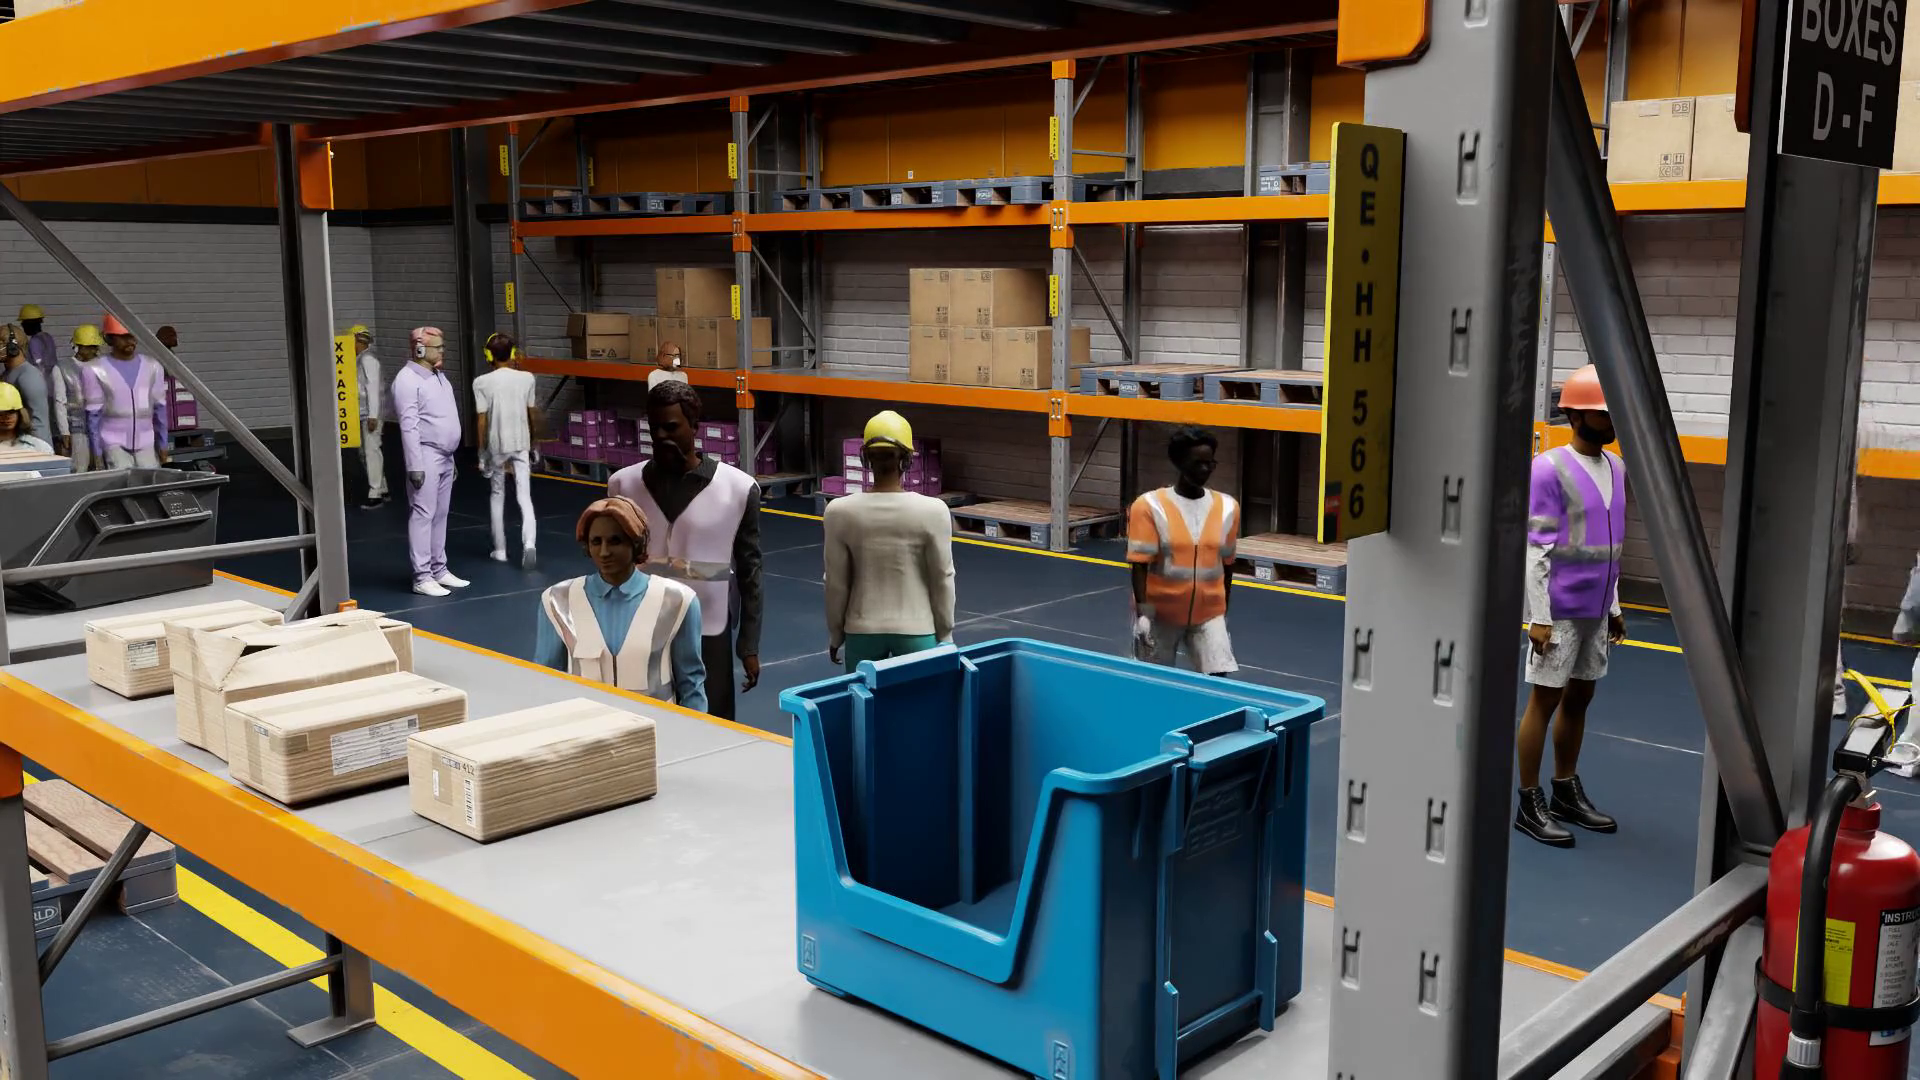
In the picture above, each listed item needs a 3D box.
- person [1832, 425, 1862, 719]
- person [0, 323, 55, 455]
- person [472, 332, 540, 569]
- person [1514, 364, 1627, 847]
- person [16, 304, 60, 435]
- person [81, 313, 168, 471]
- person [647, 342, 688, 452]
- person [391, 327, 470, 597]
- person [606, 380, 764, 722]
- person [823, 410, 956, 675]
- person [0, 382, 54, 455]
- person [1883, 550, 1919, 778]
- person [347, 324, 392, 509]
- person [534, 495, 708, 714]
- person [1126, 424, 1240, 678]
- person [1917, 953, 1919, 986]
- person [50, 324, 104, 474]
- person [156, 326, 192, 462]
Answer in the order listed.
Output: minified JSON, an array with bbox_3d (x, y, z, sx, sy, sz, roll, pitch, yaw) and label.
[{"bbox_3d":[4.299,-0.037,8.744,0.683,1.864,0.920,-8,12,-41],"label":"person"},{"bbox_3d":[-6.539,-0.538,11.625,0.376,1.940,0.627,-8,12,-42],"label":"person"},{"bbox_3d":[-3.501,-0.699,12.941,0.515,1.839,0.866,-4,10,-24],"label":"person"},{"bbox_3d":[2.509,0.258,6.738,0.543,1.940,0.361,-6,11,-33],"label":"person"},{"bbox_3d":[-10.342,-1.687,18.708,0.381,1.924,0.593,-3,10,-16],"label":"person"},{"bbox_3d":[-6.400,-0.761,12.744,0.662,2.027,0.618,8,12,42],"label":"person"},{"bbox_3d":[-2.772,-1.075,15.877,0.276,1.629,0.498,7,12,38],"label":"person"},{"bbox_3d":[-3.764,-0.563,11.872,0.411,1.909,0.643,1,9,5],"label":"person"},{"bbox_3d":[-1.021,0.363,6.161,0.596,1.916,0.372,1,9,7],"label":"person"},{"bbox_3d":[-0.275,0.371,6.585,0.523,1.766,0.320,1,9,6],"label":"person"},{"bbox_3d":[-5.268,-0.033,9.264,0.918,1.699,0.497,9,13,43],"label":"person"},{"bbox_3d":[4.281,0.318,7.346,0.530,1.604,0.695,-7,11,-36],"label":"person"},{"bbox_3d":[-5.758,-1.195,16.168,0.415,1.778,0.666,-6,11,-31],"label":"person"},{"bbox_3d":[-1.035,0.674,5.105,0.523,1.638,0.311,-1,9,-4],"label":"person"},{"bbox_3d":[0.977,0.332,7.147,0.541,1.653,0.837,-2,9,-11],"label":"person"},{"bbox_3d":[3.383,0.573,5.084,1.009,1.853,0.645,5,11,29],"label":"person"},{"bbox_3d":[-7.755,-1.007,14.845,0.404,1.827,0.586,6,11,32],"label":"person"},{"bbox_3d":[-9.470,-1.750,19.979,0.285,1.636,0.500,-7,11,-35],"label":"person"}]
